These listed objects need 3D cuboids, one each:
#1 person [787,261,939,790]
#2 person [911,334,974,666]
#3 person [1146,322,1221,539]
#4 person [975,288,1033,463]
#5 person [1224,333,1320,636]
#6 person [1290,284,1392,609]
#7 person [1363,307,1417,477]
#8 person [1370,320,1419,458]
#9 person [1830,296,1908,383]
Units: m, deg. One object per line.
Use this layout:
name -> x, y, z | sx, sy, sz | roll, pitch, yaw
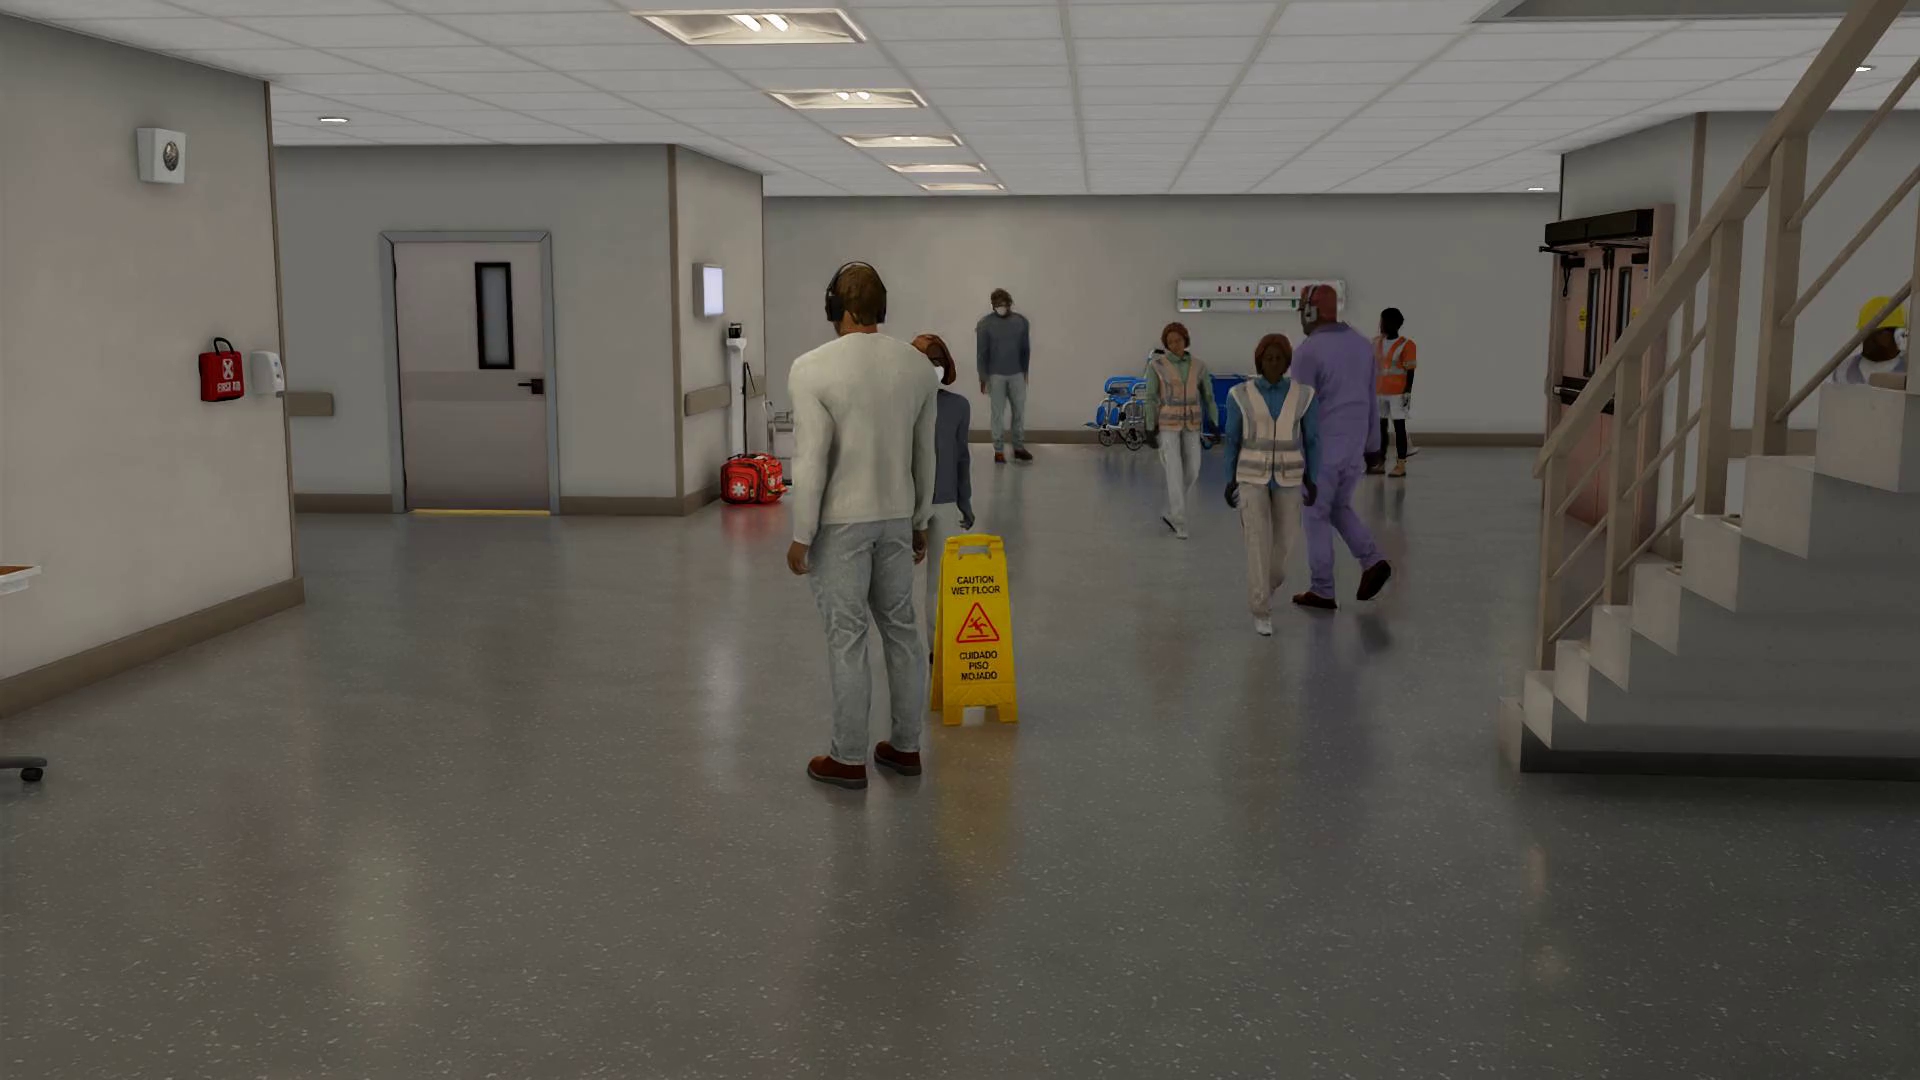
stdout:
person -> -0.360, -0.053, 6.165 | 0.634, 1.937, 0.355 | -6, 11, -37
person -> -0.156, -0.159, 7.922 | 0.497, 1.633, 0.284 | -5, 10, -32
person -> 1.655, -0.829, 12.545 | 0.558, 1.620, 0.548 | -3, 9, -18
person -> 0.465, -1.765, 17.951 | 0.656, 1.896, 0.479 | -3, 9, -19
person -> 1.699, -0.327, 9.125 | 0.521, 1.618, 0.708 | 0, 8, 1
person -> 2.167, -0.529, 9.584 | 0.687, 1.882, 0.520 | -6, 11, -37
person -> 4.312, -1.478, 16.671 | 0.316, 1.696, 0.542 | -6, 10, -36
person -> 4.758, -1.684, 18.384 | 0.816, 1.601, 0.531 | -8, 11, -42
person -> 5.092, -0.434, 9.183 | 0.722, 1.813, 0.593 | -8, 11, -43
